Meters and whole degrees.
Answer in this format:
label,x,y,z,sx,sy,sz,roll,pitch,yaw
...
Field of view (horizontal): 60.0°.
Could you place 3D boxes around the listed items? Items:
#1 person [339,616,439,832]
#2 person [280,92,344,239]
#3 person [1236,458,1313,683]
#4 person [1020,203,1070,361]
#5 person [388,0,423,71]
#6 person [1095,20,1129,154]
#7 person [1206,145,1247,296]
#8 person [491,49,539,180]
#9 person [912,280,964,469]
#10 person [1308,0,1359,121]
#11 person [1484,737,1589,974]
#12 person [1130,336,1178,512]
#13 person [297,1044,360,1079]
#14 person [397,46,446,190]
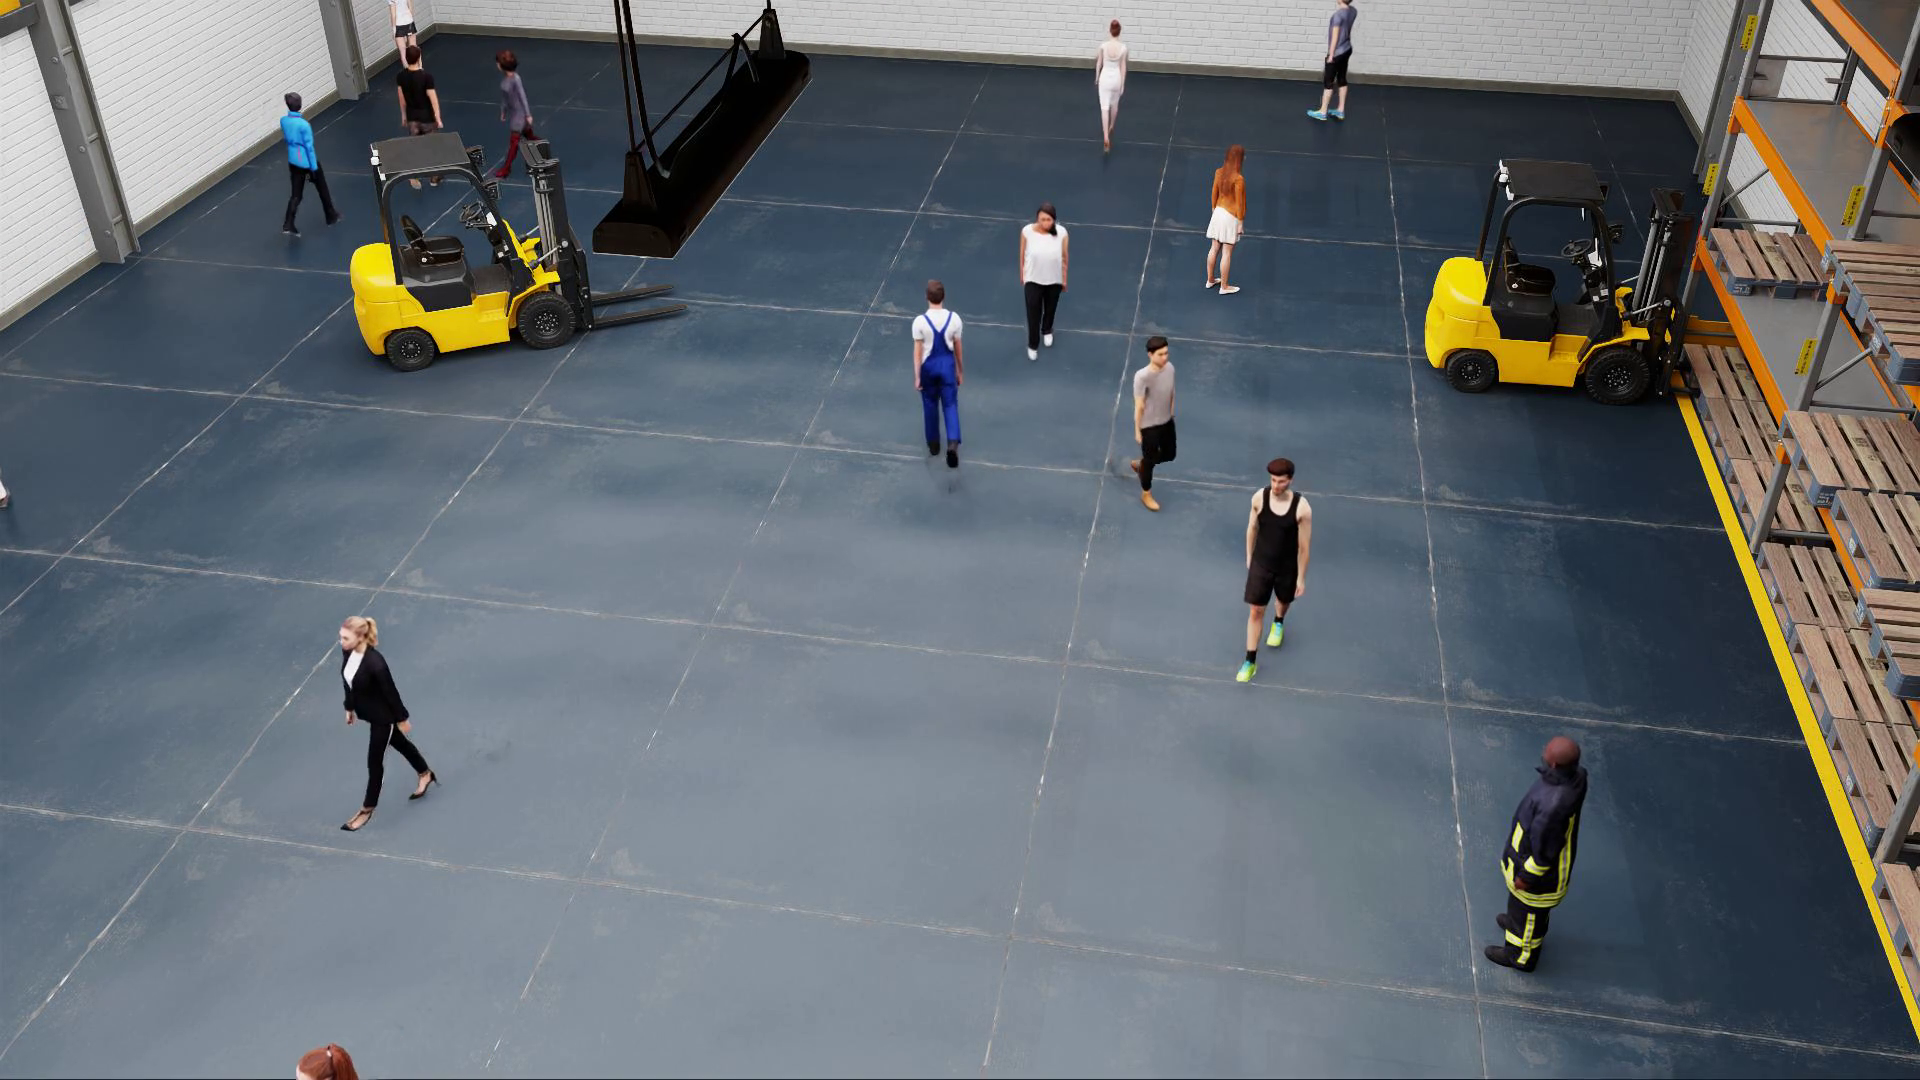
label,x,y,z,sx,sy,sz,roll,pitch,yaw
person,-3.990,1.206,11.657,0.971,1.669,1.118,27,42,35
person,-8.036,-4.512,20.176,0.763,1.760,1.210,10,35,15
person,2.517,0.153,13.083,0.855,1.844,1.230,13,36,19
person,0.899,-2.822,17.724,0.767,1.660,0.992,0,34,-1
person,-8.357,-7.701,24.981,0.725,1.752,0.628,23,40,30
person,2.027,-6.127,22.622,0.637,1.743,1.094,4,34,6
person,3.026,-3.653,18.925,0.774,1.716,0.719,-22,40,-30
person,-5.726,-5.605,21.902,1.149,1.671,1.064,-24,41,-32
person,-0.191,-1.530,15.622,0.888,1.836,1.172,-6,34,-9
person,5.430,-6.931,23.694,0.890,1.894,0.816,29,43,36
person,3.661,1.939,10.416,0.909,1.822,0.770,21,39,28
person,1.723,-1.108,15.101,0.842,1.709,0.904,-20,39,-28
person,-3.058,3.184,8.625,0.995,1.730,0.926,-23,40,-30
person,-6.978,-5.399,21.441,0.723,1.838,1.012,1,34,2
